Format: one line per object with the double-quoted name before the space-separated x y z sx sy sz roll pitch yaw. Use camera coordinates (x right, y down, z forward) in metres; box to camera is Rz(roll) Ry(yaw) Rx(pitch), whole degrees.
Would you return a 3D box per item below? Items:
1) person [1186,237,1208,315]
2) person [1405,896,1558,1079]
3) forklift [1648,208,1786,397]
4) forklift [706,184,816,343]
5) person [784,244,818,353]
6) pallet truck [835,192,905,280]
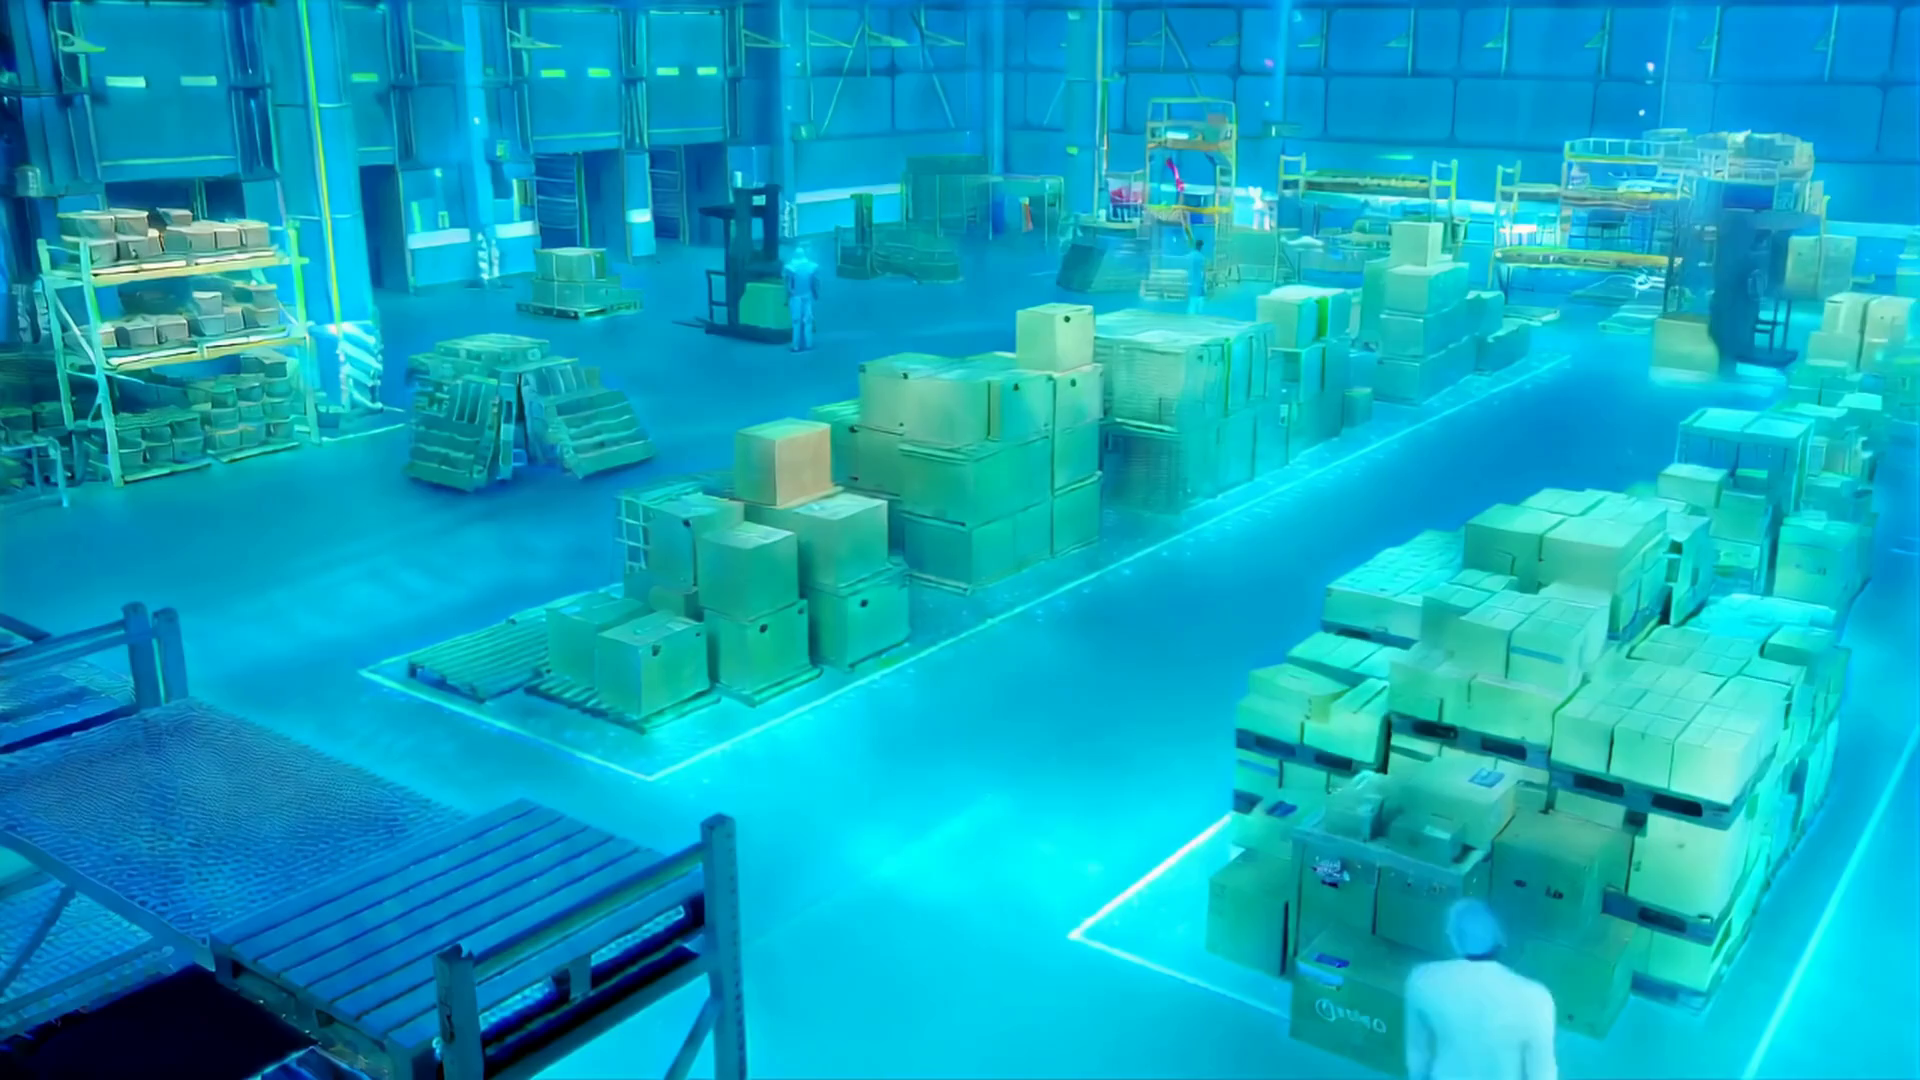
"person" 4.663 -5.110 32.717 0.373 1.681 0.553 -10 20 -30
"person" 2.281 2.494 7.203 0.795 1.894 0.437 12 20 34
"forklift" 12.212 -3.840 26.489 1.873 2.768 1.129 12 21 35
"forklift" -3.717 -5.181 30.929 1.873 2.768 1.129 12 21 35
"person" -2.828 -4.309 29.677 0.636 1.928 0.383 -8 19 -26
"pallet truck" -1.936 -7.159 38.982 1.885 1.965 0.823 -12 21 -34
